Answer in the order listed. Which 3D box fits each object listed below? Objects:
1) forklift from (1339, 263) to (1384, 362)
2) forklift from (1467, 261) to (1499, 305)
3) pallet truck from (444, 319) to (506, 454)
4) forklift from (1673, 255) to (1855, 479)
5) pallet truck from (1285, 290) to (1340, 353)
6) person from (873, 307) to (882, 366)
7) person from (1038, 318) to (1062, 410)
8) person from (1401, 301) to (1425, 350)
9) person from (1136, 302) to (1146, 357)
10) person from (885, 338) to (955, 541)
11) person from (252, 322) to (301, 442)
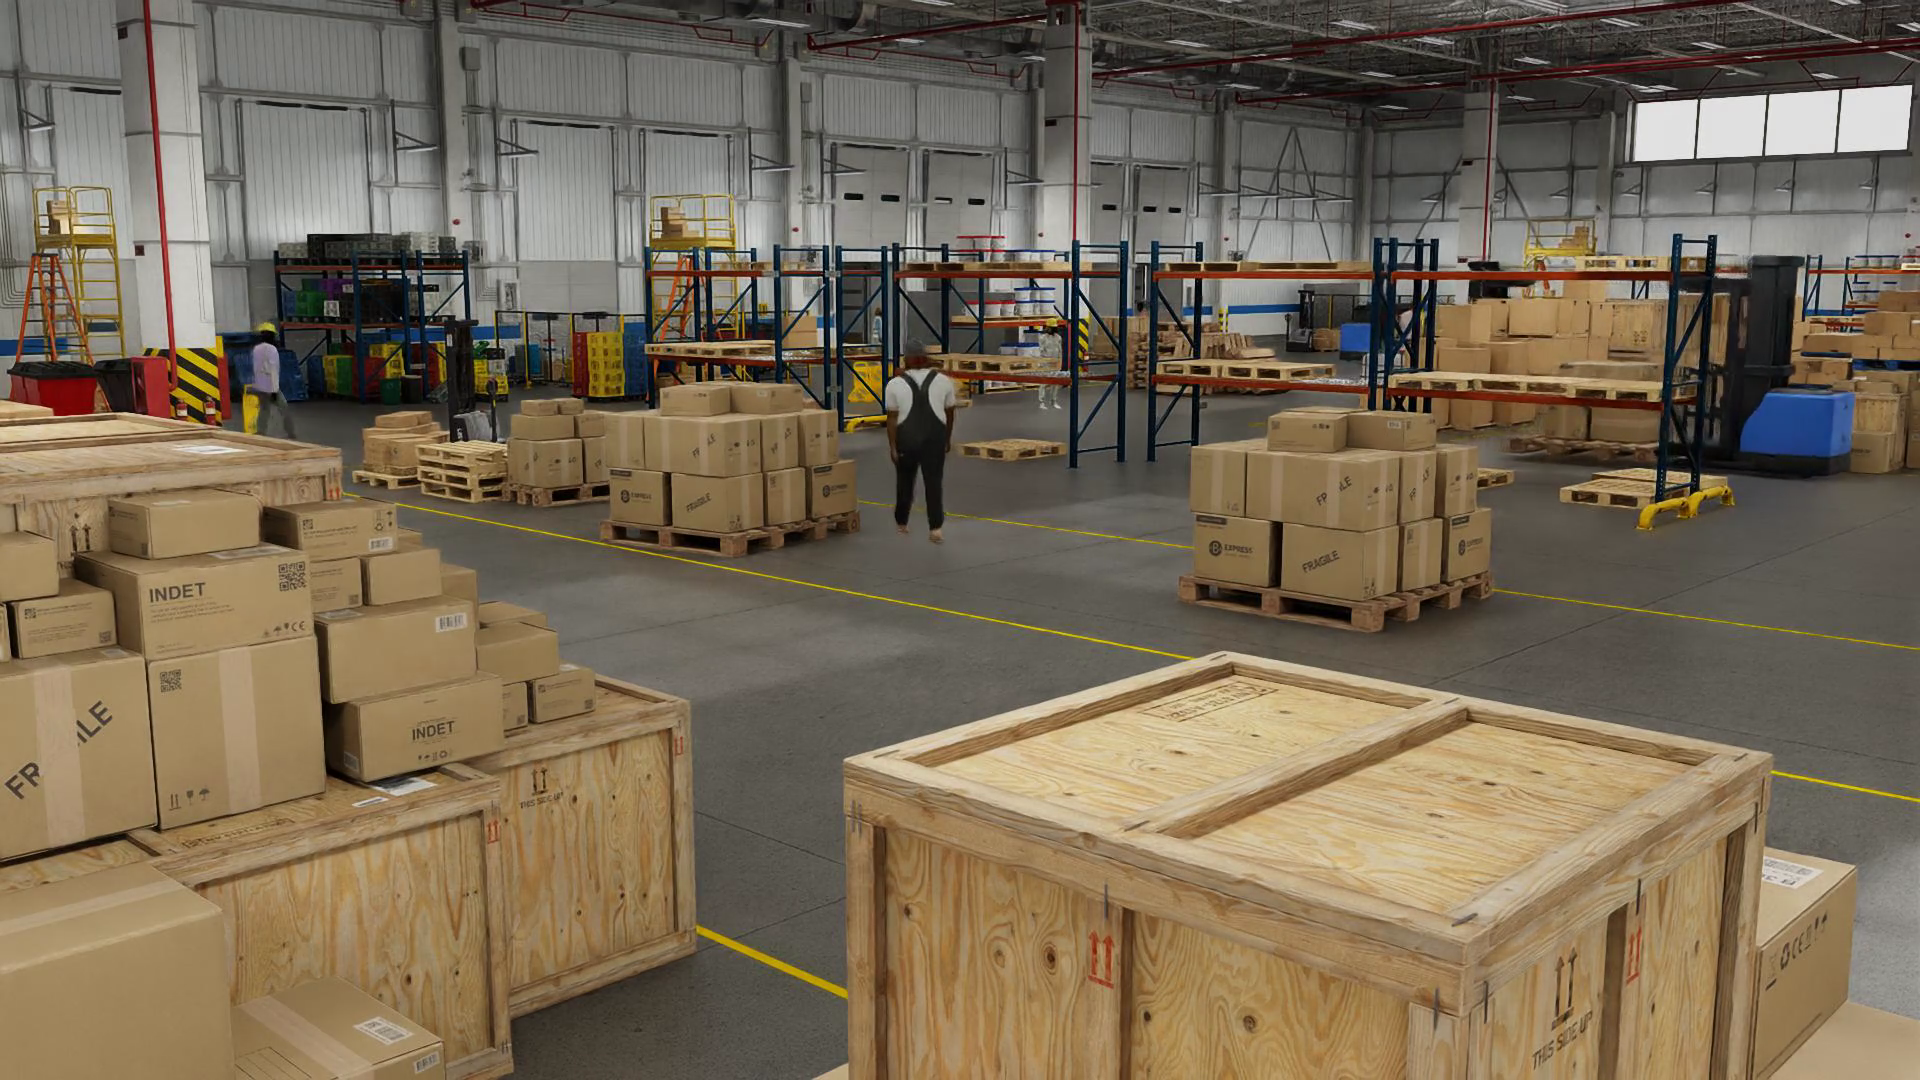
[{"bbox_3d":[11.807,-6.480,47.272,1.873,2.768,1.129,3,10,16],"label":"forklift"},{"bbox_3d":[12.076,-5.067,38.609,1.873,2.768,1.129,9,13,43],"label":"forklift"},{"bbox_3d":[-6.981,-1.942,22.150,1.885,1.965,0.823,1,9,9],"label":"pallet truck"},{"bbox_3d":[10.468,-2.274,21.487,1.873,2.768,1.129,9,13,43],"label":"forklift"},{"bbox_3d":[11.297,-6.951,52.861,1.885,1.965,0.823,-5,11,-29],"label":"pallet truck"},{"bbox_3d":[-2.173,-5.390,44.420,0.312,1.633,0.519,-1,9,-5],"label":"person"},{"bbox_3d":[1.725,-3.332,31.489,0.486,1.735,0.330,-5,10,-27],"label":"person"},{"bbox_3d":[10.992,-4.842,40.208,0.650,1.902,0.904,9,13,42],"label":"person"},{"bbox_3d":[5.412,-6.373,50.369,0.867,1.648,0.536,-2,9,-11],"label":"person"},{"bbox_3d":[-0.394,-1.022,16.377,0.694,2.000,1.031,-1,9,-8],"label":"person"},{"bbox_3d":[-9.968,-2.217,24.186,0.600,1.881,0.847,7,11,35],"label":"person"}]
